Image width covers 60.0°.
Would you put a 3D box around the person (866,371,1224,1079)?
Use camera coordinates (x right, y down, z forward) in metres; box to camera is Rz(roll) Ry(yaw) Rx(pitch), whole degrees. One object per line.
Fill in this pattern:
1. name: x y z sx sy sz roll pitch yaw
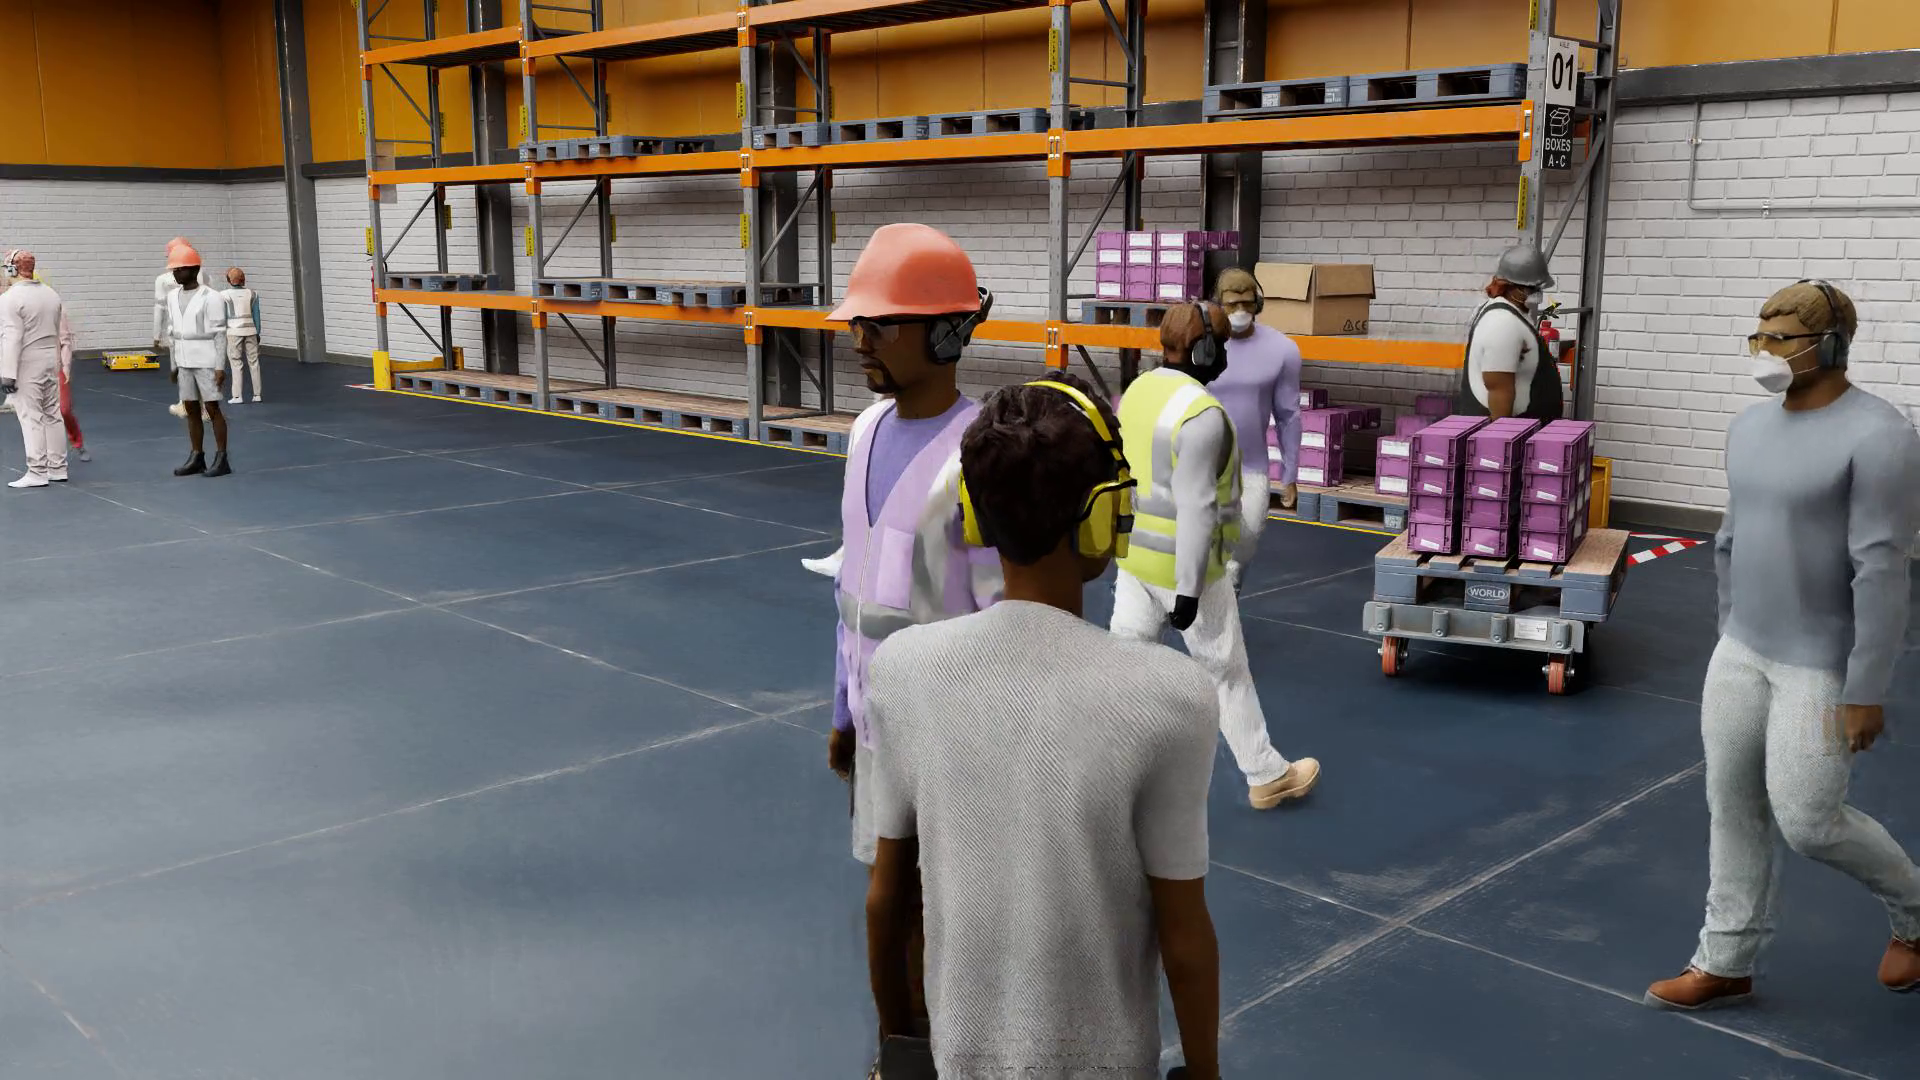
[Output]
1. person: 0.092 0.719 2.136 0.533 1.857 0.630 7 13 34

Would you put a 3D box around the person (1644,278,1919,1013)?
1. person: 2.203 0.300 4.244 0.701 1.924 0.634 -2 11 -11

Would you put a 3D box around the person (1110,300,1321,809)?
1. person: 0.829 0.077 5.782 0.949 1.797 0.643 -4 11 -22

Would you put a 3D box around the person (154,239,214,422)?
1. person: -8.425 -2.273 18.108 1.072 1.983 0.624 8 13 38

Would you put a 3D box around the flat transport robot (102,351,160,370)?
1. flat transport robot: -12.676 -2.757 25.405 0.652 0.197 1.431 -6 12 -31

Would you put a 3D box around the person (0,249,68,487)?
1. person: -7.518 -1.379 13.430 0.410 1.909 0.642 1 10 4

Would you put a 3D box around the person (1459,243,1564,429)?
1. person: 2.885 -0.649 9.084 0.863 2.000 0.703 2 11 12

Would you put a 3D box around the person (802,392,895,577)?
1. person: -0.482 -0.631 9.594 0.951 1.821 0.576 -2 11 -9

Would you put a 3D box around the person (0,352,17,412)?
1. person: -11.277 -2.425 19.023 1.021 1.939 0.618 2 11 12

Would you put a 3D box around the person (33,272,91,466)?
1. person: -7.999 -1.505 14.582 0.538 1.735 0.637 -1 10 -6

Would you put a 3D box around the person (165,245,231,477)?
1. person: -6.417 -1.489 13.949 0.551 1.935 0.373 4 11 19

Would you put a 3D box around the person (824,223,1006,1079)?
1. person: -0.091 0.381 3.460 0.370 2.044 0.608 -8 13 -36

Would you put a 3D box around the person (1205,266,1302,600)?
1. person: 1.250 -0.346 7.860 0.652 1.899 0.882 -1 10 -3

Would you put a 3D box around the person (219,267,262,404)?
1. person: -8.657 -2.454 20.020 0.307 1.641 0.512 9 14 40
